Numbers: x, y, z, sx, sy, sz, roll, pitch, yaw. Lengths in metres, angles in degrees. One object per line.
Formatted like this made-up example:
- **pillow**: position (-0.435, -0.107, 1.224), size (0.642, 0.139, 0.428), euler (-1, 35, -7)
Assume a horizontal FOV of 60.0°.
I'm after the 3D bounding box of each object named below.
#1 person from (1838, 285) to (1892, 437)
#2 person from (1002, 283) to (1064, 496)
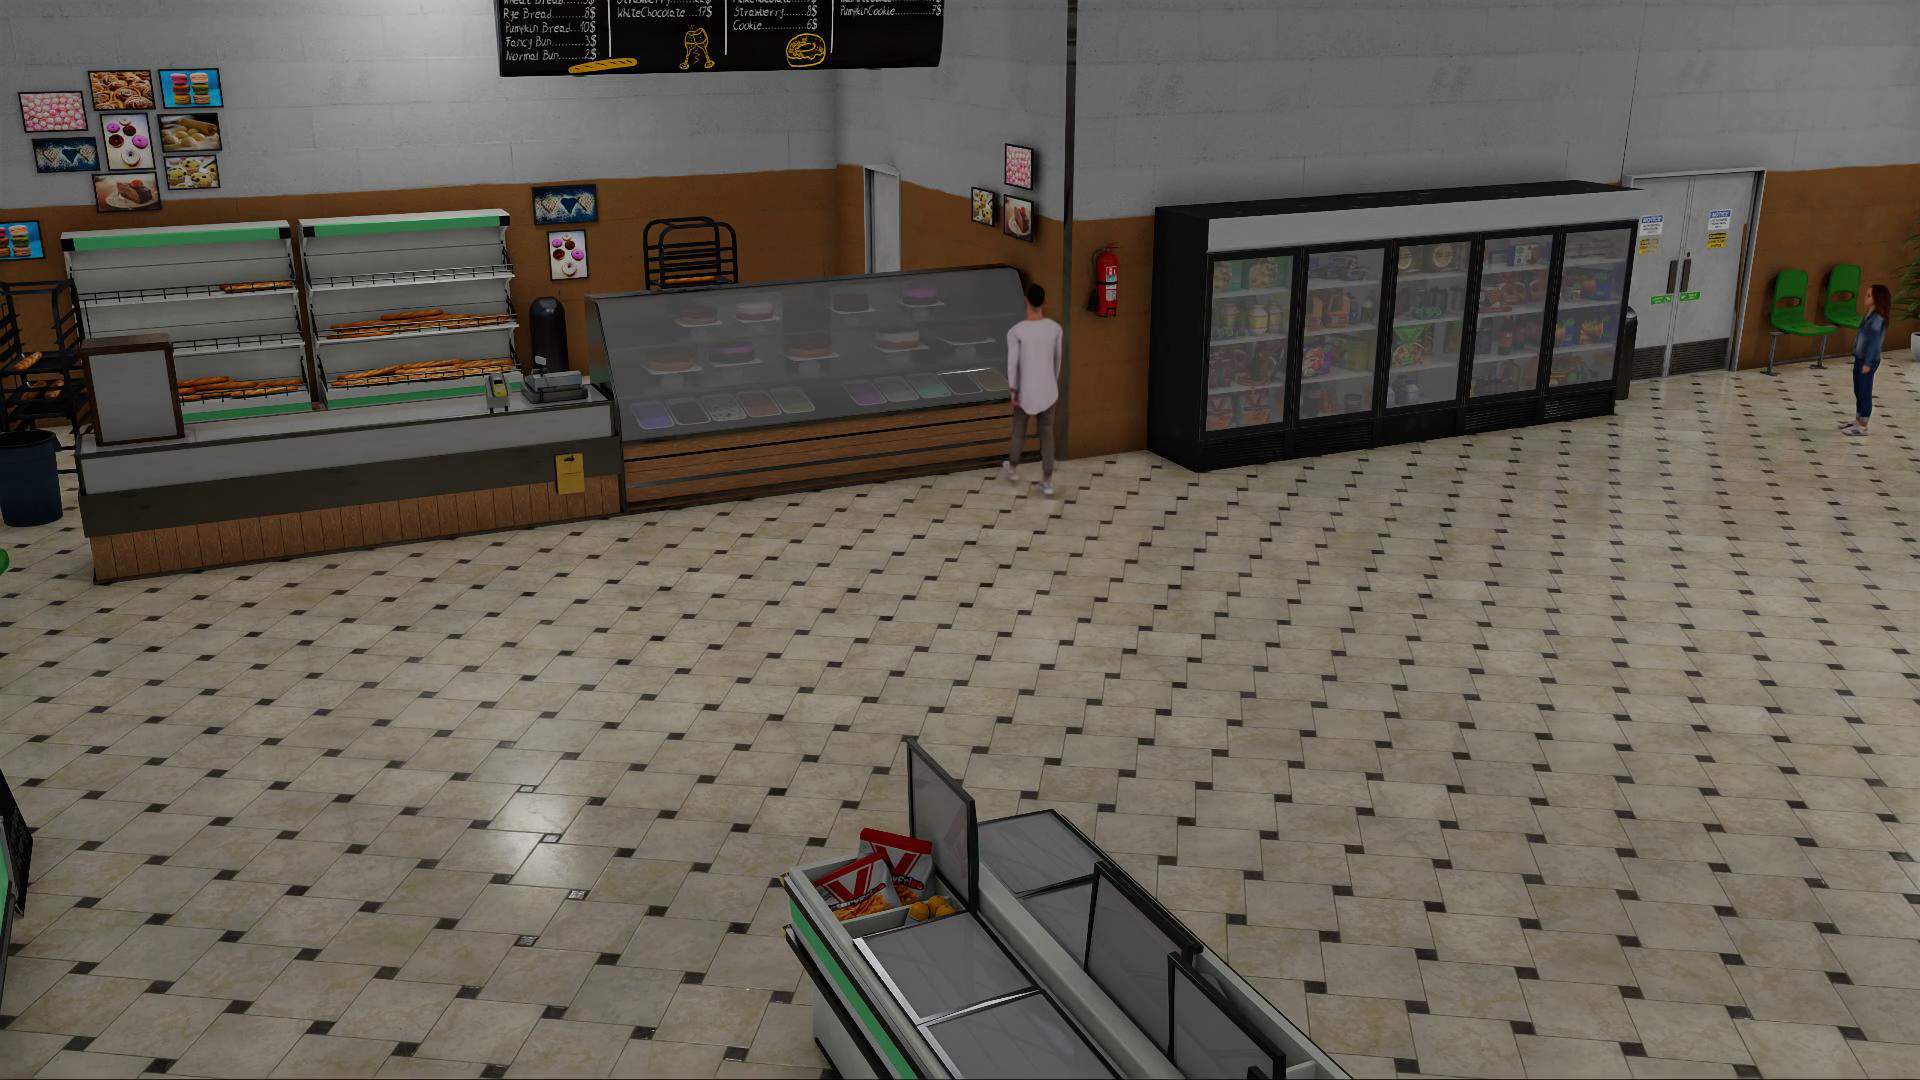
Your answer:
- **person**: position (8.906, -1.767, 16.307), size (0.686, 1.475, 0.604), euler (4, 19, 12)
- **person**: position (0.688, -1.277, 14.336), size (0.808, 1.806, 1.074), euler (-5, 19, -14)
